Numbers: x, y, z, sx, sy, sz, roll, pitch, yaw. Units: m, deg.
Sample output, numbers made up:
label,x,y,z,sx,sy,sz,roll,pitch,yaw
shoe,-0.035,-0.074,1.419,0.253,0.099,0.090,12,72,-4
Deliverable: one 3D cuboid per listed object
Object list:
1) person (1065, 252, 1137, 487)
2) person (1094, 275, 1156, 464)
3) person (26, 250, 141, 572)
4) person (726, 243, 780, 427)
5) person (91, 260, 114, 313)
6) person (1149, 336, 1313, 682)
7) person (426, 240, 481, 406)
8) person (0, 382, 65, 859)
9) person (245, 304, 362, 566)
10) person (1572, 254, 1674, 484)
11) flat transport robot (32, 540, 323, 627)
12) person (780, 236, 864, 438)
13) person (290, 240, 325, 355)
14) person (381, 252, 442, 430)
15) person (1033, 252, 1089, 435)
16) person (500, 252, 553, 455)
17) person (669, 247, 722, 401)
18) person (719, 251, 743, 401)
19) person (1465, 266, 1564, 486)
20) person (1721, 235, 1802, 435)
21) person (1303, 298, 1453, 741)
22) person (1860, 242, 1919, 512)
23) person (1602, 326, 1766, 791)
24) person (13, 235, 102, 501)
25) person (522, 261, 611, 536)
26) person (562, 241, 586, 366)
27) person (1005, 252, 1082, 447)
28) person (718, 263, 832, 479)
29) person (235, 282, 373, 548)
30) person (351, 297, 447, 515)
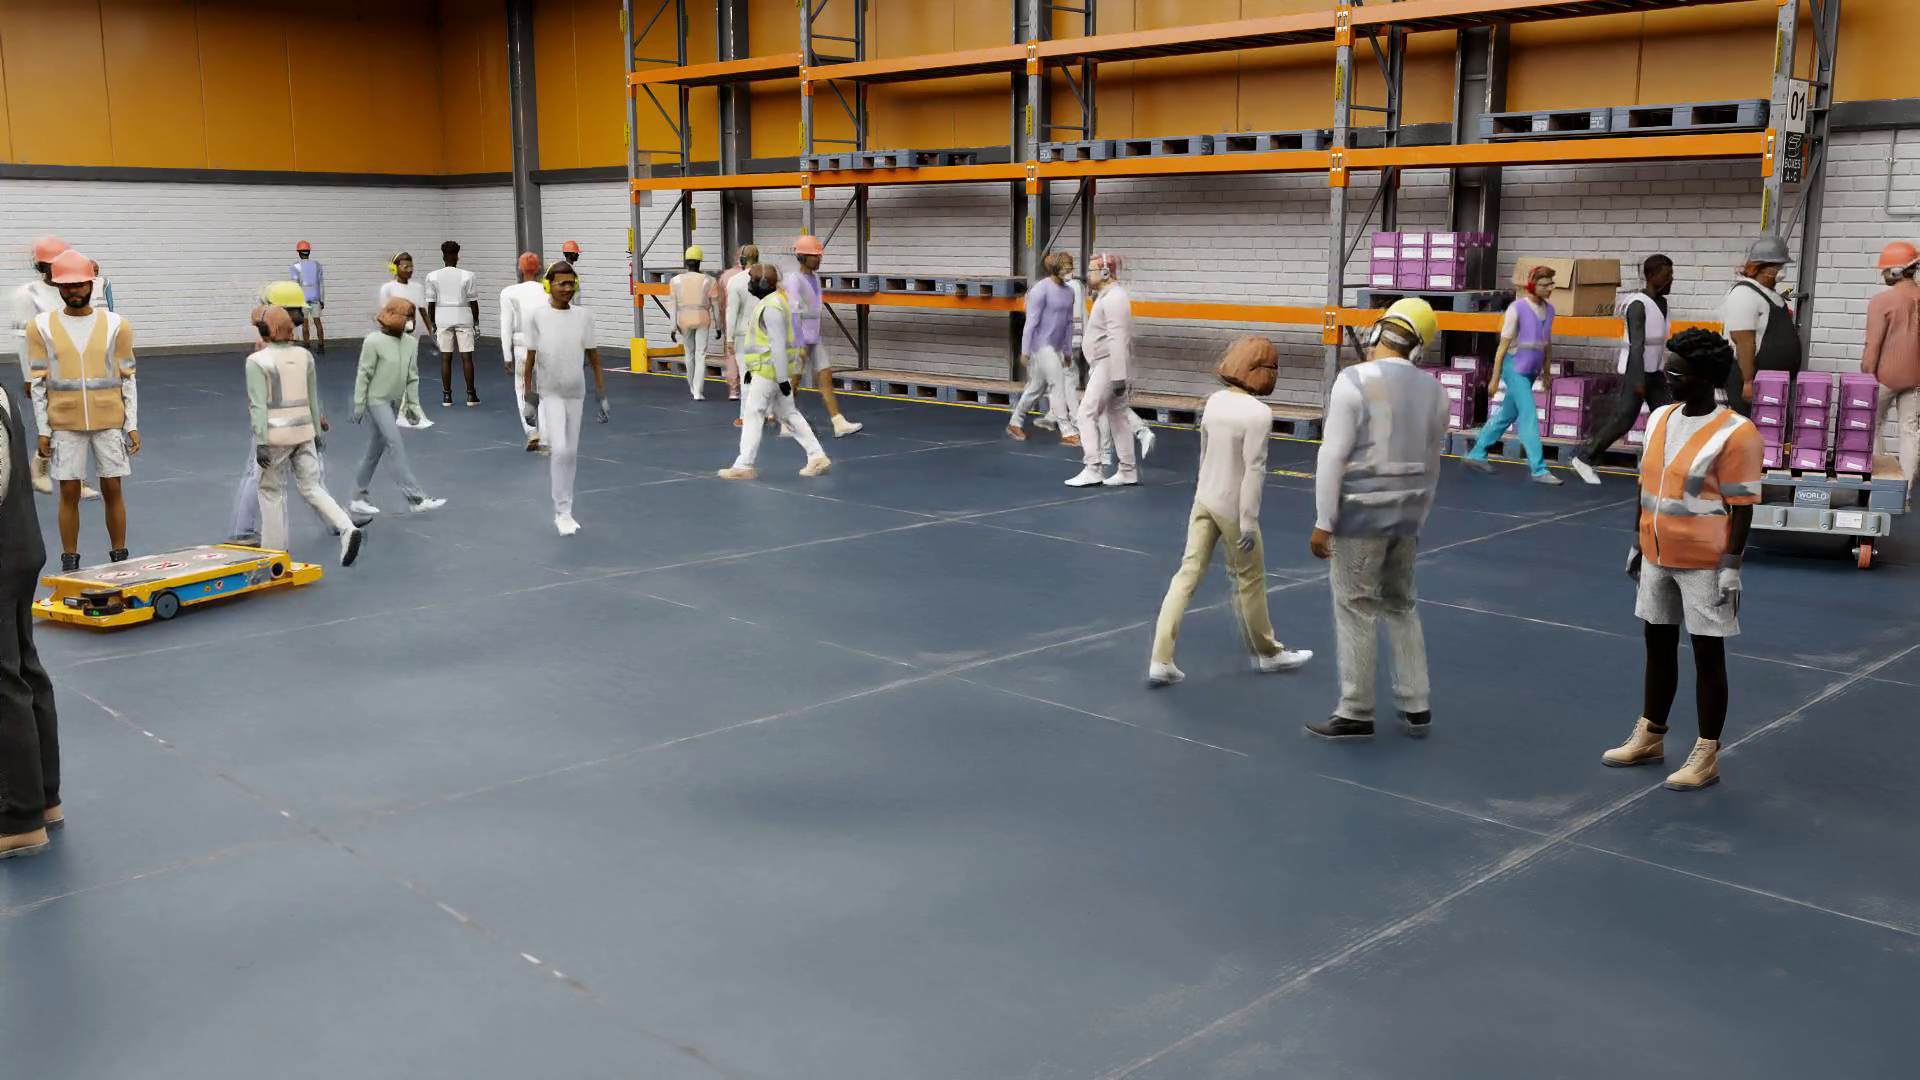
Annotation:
label,x,y,z,sx,sy,sz,roll,pitch,yaw
person,1.108,-1.352,13.352,0.747,1.877,0.656,1,10,6
person,1.395,-1.497,14.592,0.584,1.722,0.493,9,14,42
person,-4.979,-0.673,9.496,0.547,1.938,0.377,-5,12,-28
person,-2.188,-2.148,17.556,0.634,1.936,0.382,-8,13,-38
person,-13.248,-3.460,25.503,0.513,1.641,0.309,-9,14,-41
person,1.208,-0.132,7.520,0.871,1.568,0.599,-5,12,-26
person,-6.014,-2.571,19.784,0.604,1.959,0.378,-2,11,-8
person,-3.172,0.124,5.401,0.347,1.846,0.505,-2,11,-12
person,-3.972,-0.598,9.963,0.709,1.617,0.526,5,11,23
person,5.424,-1.338,13.285,0.597,1.889,0.945,-9,14,-41
flat transport robot,-4.314,0.221,9.171,0.652,0.197,1.431,5,12,26
person,-1.403,-1.989,16.469,0.969,2.005,0.645,5,11,23
person,-11.042,-4.090,28.136,0.551,1.932,0.378,-9,14,-41
person,-5.692,-2.068,17.392,0.863,1.832,0.541,6,12,29
person,0.972,-1.992,16.943,0.868,1.843,0.623,10,14,42
person,-3.924,-1.712,15.342,0.588,1.866,0.409,-4,11,-20
person,-3.261,-2.676,20.598,0.603,1.872,0.965,1,10,3
person,-2.627,-2.680,20.612,0.655,1.867,0.944,2,11,11
person,4.628,-1.377,13.784,0.610,1.788,0.966,-9,14,-40
person,5.888,-1.231,12.258,0.553,2.000,0.688,10,14,43
person,1.667,-0.065,6.640,0.665,1.779,0.414,-7,13,-34
person,6.920,-1.201,12.289,0.701,1.967,0.574,-1,10,-5
person,2.672,0.067,6.118,0.322,1.696,0.530,-4,11,-21
person,-6.829,-1.291,12.641,0.511,2.023,0.613,5,12,26
person,-2.637,-0.954,11.268,0.551,1.844,0.717,-7,13,-35
person,-6.001,-3.656,25.759,0.358,1.936,0.552,-3,11,-15
person,0.830,-1.860,16.163,1.030,1.882,0.646,7,13,34
person,-1.529,-1.402,13.861,0.927,1.807,0.622,0,10,-1
person,-4.352,-0.812,10.844,0.886,1.715,0.515,-5,11,-23
person,-4.092,-0.958,12.013,0.856,1.567,0.502,3,11,17
